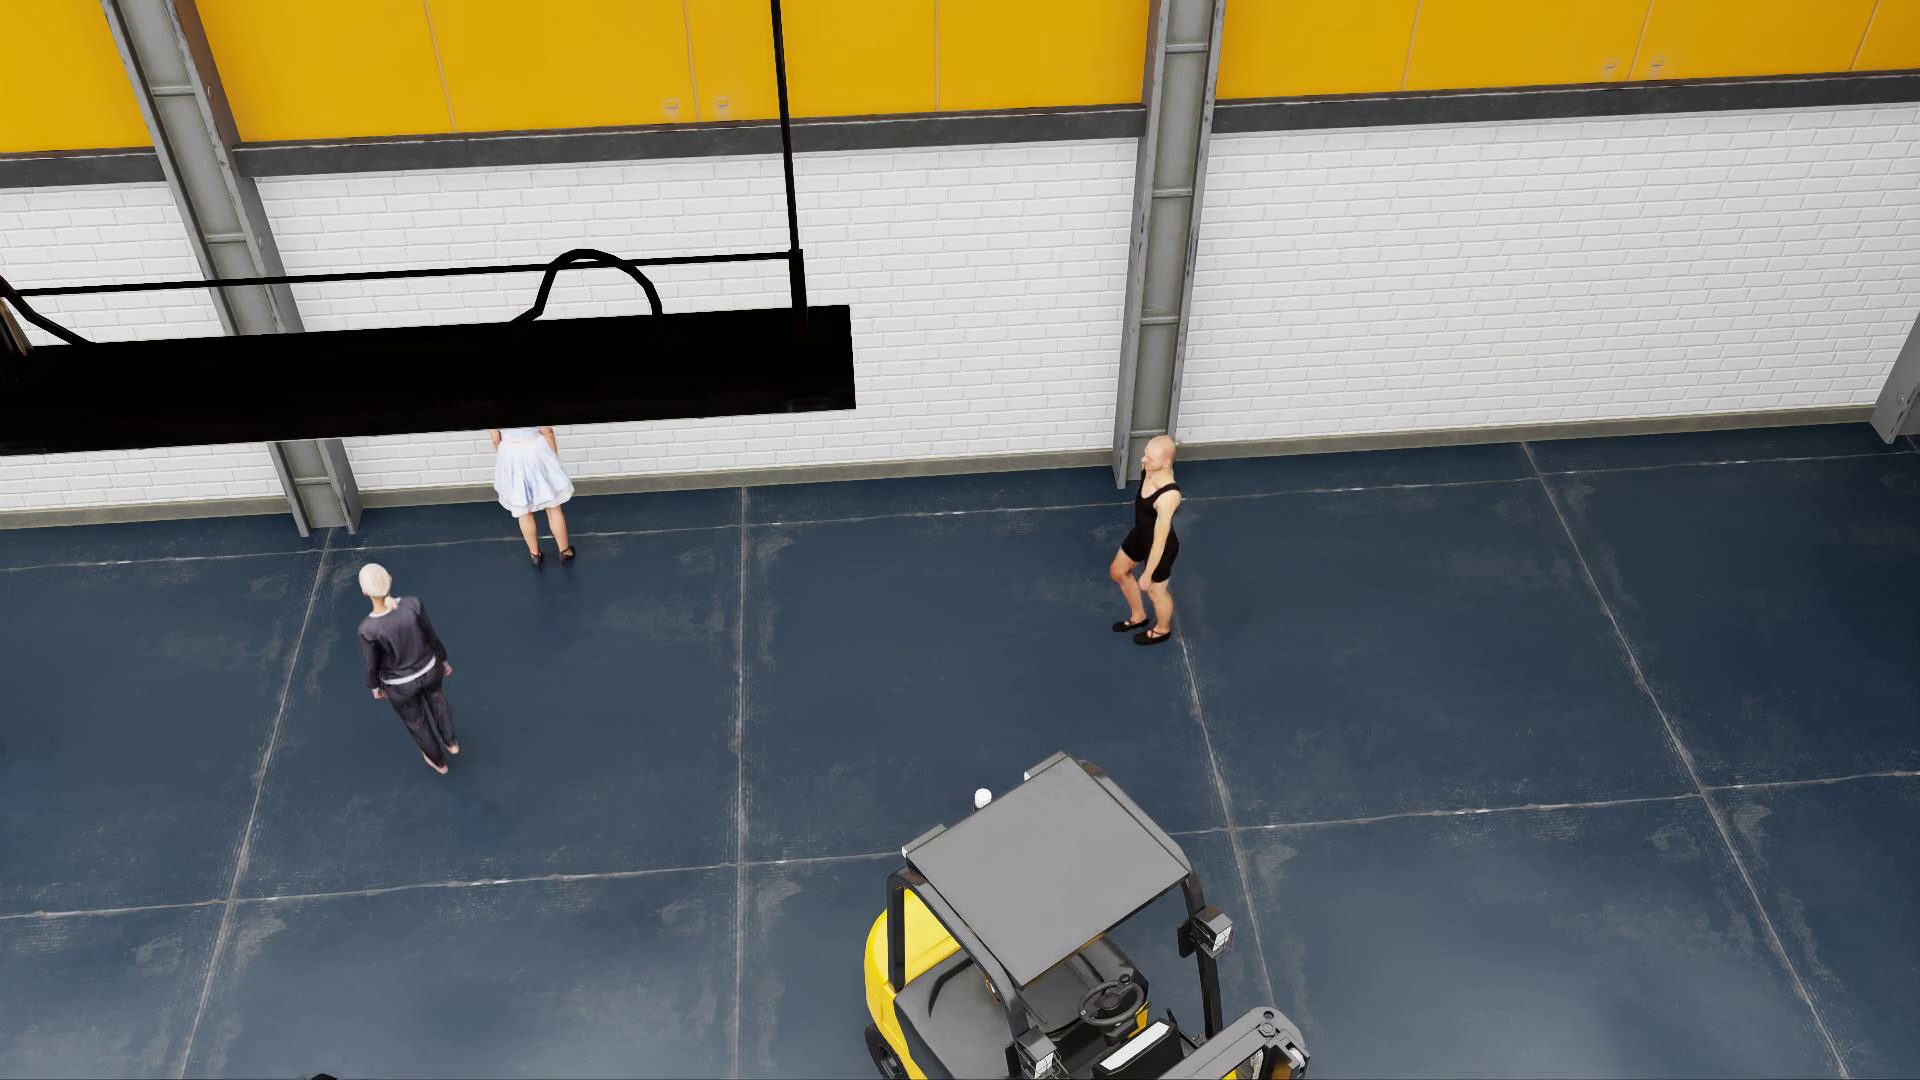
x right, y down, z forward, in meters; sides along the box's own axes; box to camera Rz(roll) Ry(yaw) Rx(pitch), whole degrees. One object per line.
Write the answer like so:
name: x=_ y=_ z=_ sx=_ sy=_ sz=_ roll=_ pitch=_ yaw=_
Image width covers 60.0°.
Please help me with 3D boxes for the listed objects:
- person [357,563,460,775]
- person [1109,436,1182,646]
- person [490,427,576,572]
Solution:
person: x=-3.253 y=0.824 z=9.954 sx=0.721 sy=1.717 sz=0.804 roll=-32 pitch=52 yaw=-29
person: x=1.338 y=0.014 z=10.745 sx=0.696 sy=1.800 sz=0.719 roll=-9 pitch=44 yaw=-9
person: x=-2.924 y=-0.506 z=11.278 sx=0.633 sy=1.818 sz=0.733 roll=-4 pitch=44 yaw=-4
